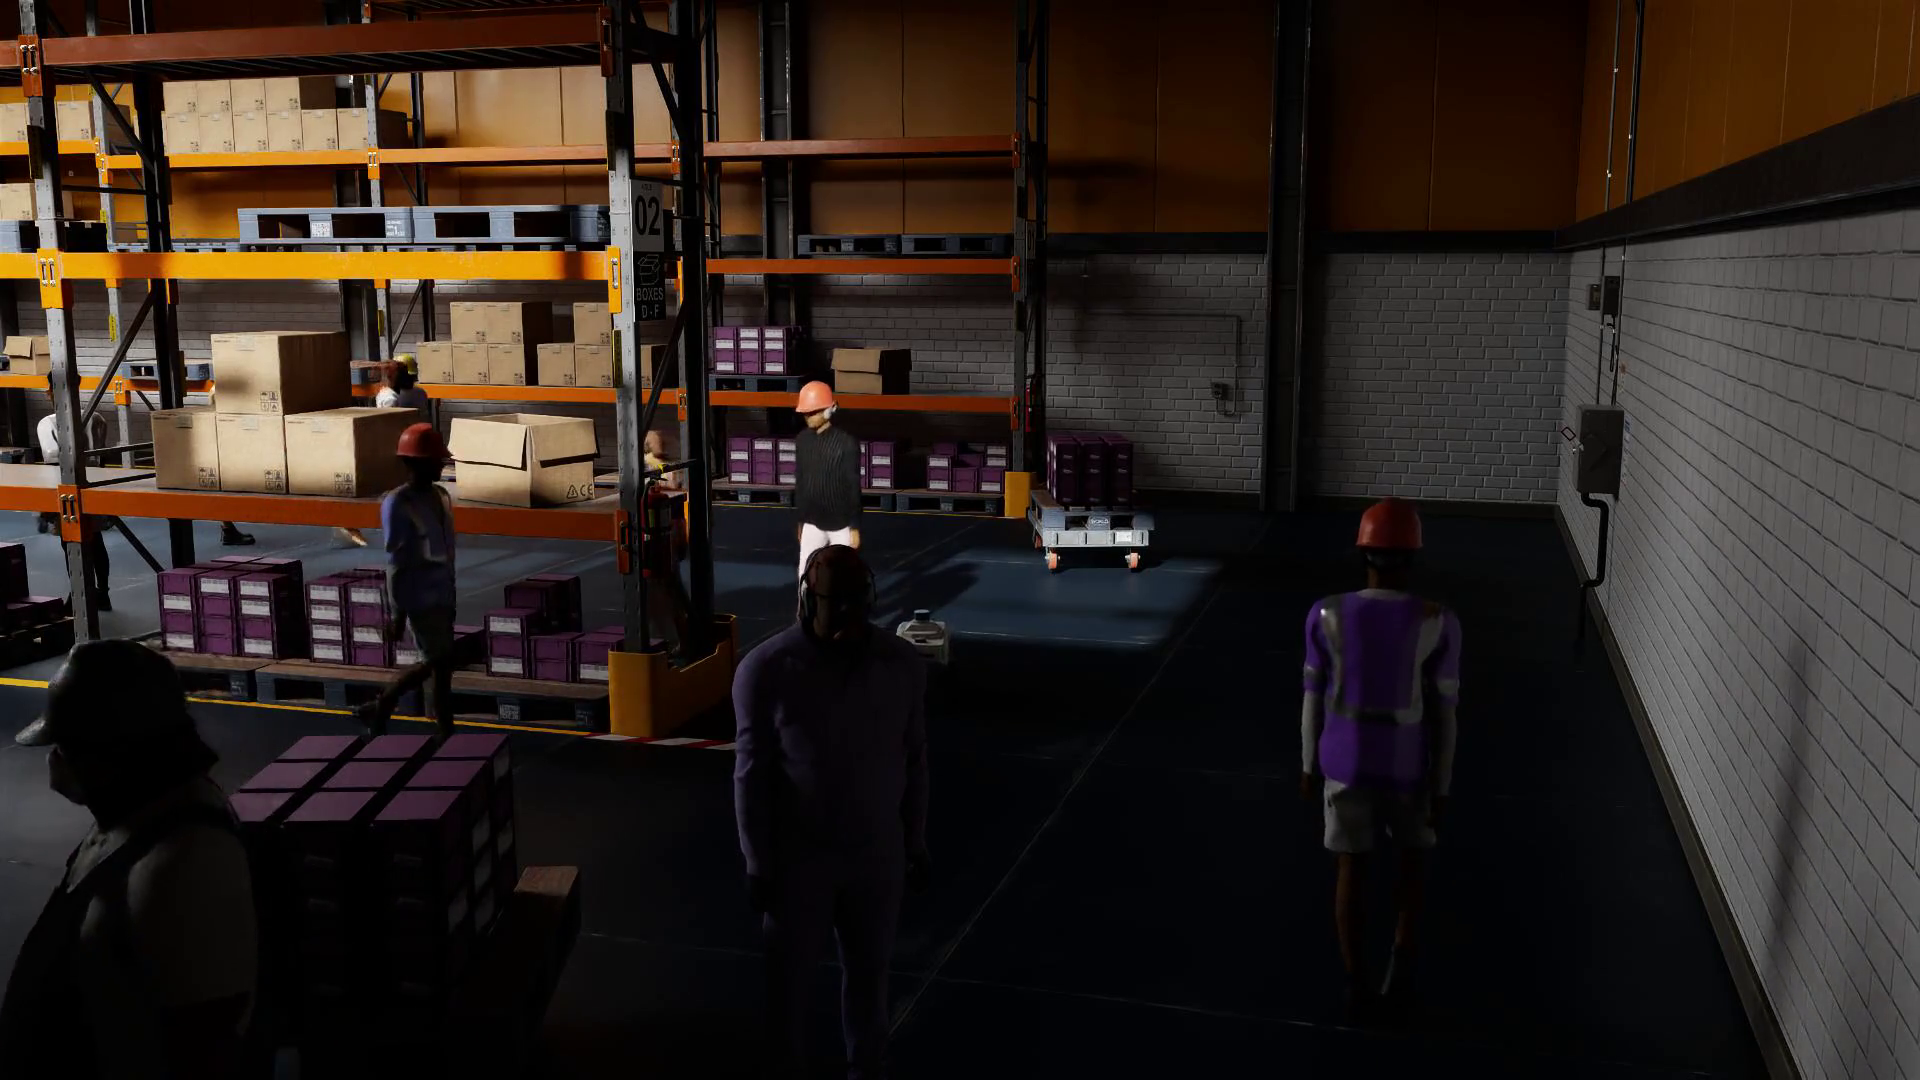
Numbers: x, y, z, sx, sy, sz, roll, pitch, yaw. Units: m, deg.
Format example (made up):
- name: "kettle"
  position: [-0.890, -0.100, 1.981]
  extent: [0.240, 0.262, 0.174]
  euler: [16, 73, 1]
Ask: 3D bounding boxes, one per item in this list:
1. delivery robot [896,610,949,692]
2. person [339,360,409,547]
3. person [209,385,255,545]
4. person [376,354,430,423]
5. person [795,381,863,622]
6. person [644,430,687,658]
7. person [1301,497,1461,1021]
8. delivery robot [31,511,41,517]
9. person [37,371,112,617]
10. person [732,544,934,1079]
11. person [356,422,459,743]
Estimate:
- name: "delivery robot"
  position: [-0.244, 0.688, 10.606]
  extent: [0.477, 0.478, 0.707]
  euler: [0, 9, 1]
- name: "person"
  position: [-5.617, -0.833, 16.257]
  extent: [0.896, 1.859, 0.585]
  euler: [-5, 10, -27]
- name: "person"
  position: [-7.218, -0.912, 16.469]
  extent: [0.374, 1.928, 0.543]
  euler: [-4, 10, -24]
- name: "person"
  position: [-5.763, -0.983, 17.071]
  extent: [0.943, 1.877, 0.621]
  euler: [5, 11, 30]
- name: "person"
  position: [-0.945, -0.135, 11.618]
  extent: [0.647, 1.978, 0.558]
  euler: [7, 12, 37]
- name: "person"
  position: [-2.109, 0.043, 11.639]
  extent: [0.537, 1.603, 0.584]
  euler: [-4, 10, -21]
- name: "person"
  position: [1.509, 0.804, 6.035]
  extent: [0.547, 1.925, 0.395]
  euler: [3, 10, 16]
- name: "delivery robot"
  position: [-9.212, -0.388, 17.160]
  extent: [0.707, 0.478, 0.477]
  euler: [2, 10, 13]
- name: "person"
  position: [-6.974, -0.378, 13.091]
  extent: [0.367, 1.966, 0.607]
  euler: [3, 10, 15]
- name: "person"
  position: [-0.374, 0.955, 5.147]
  extent: [0.639, 1.910, 0.402]
  euler: [-4, 10, -23]
- name: "person"
  position: [-2.996, 0.301, 9.134]
  extent: [0.831, 1.915, 0.548]
  euler: [2, 10, 14]
